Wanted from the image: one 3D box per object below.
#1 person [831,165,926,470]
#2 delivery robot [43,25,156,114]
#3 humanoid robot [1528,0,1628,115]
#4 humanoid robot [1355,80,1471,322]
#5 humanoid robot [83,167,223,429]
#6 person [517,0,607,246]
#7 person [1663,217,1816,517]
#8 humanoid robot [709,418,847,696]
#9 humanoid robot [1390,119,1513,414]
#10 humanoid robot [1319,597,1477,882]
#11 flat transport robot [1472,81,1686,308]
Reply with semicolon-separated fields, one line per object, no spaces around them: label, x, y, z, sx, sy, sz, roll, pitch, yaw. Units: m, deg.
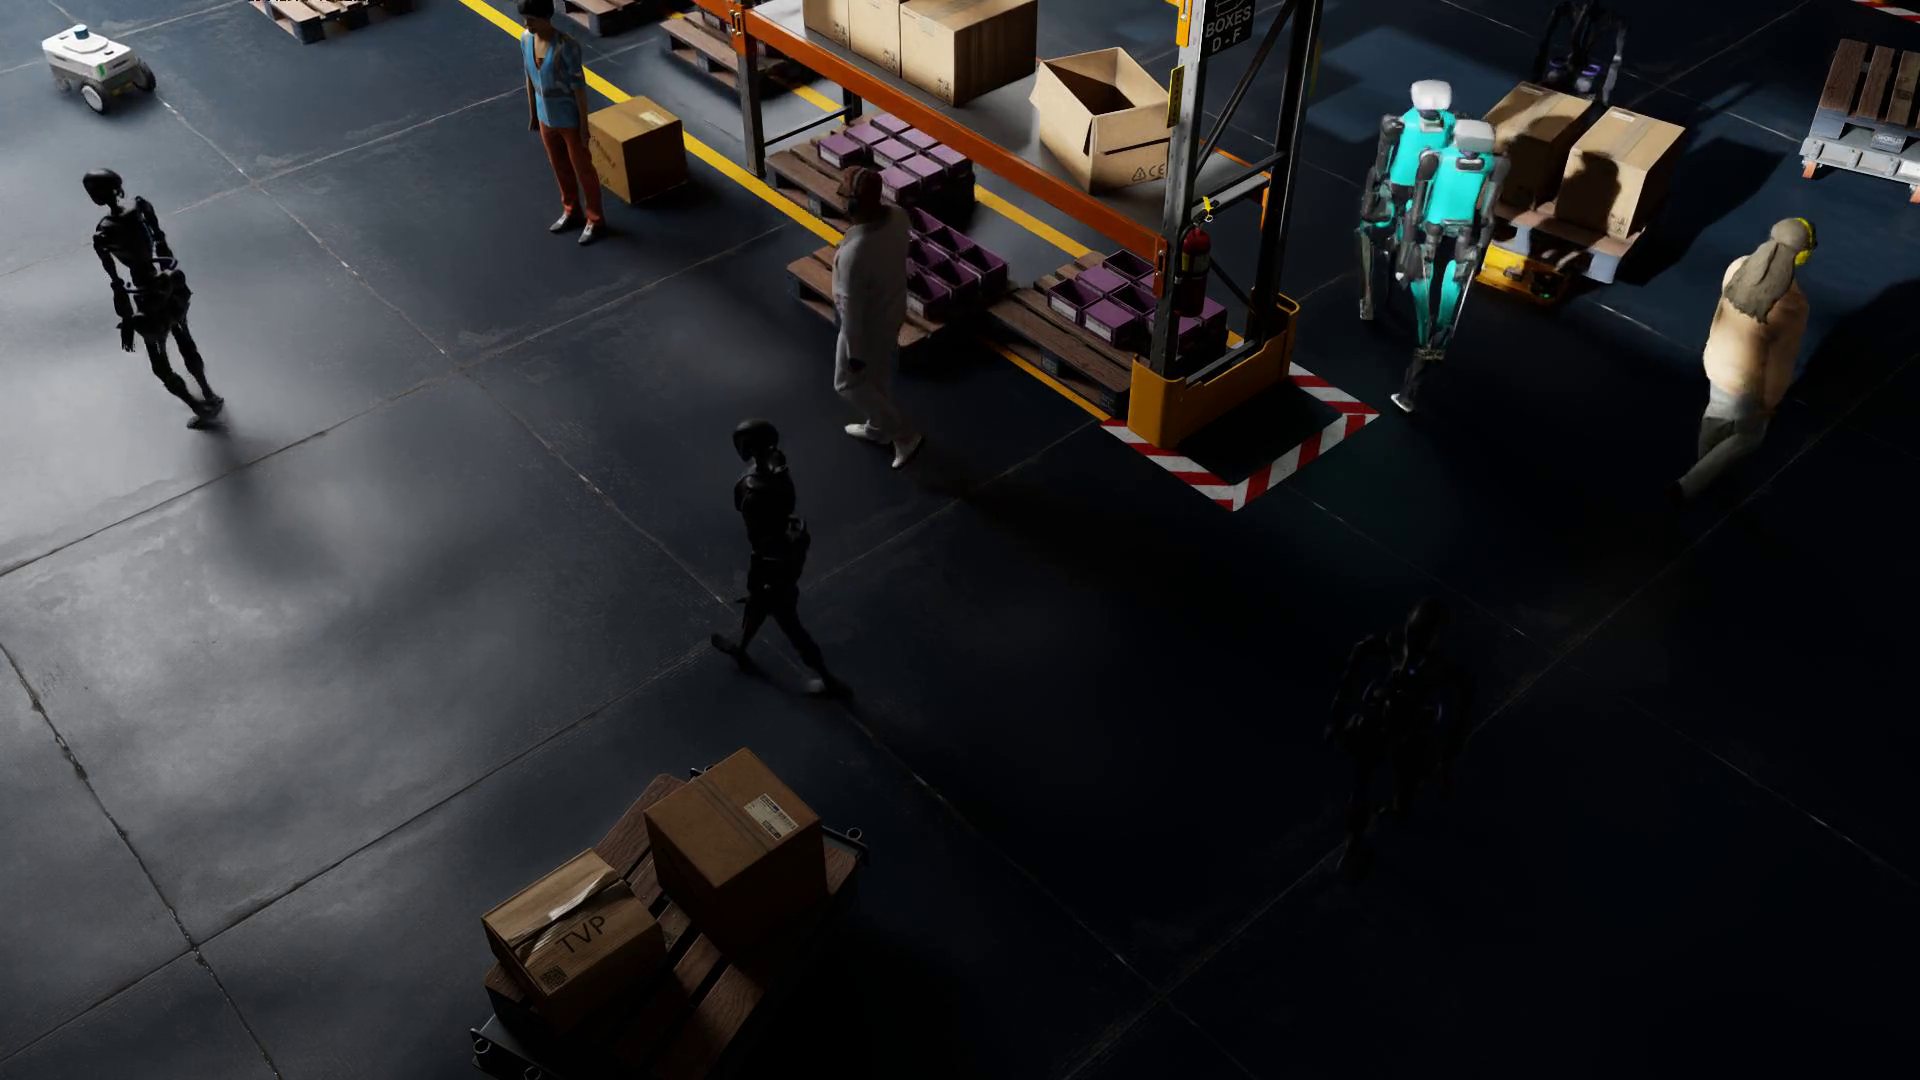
person;-0.451;-1.199;9.206;0.542;1.892;0.647;19;46;20
delivery robot;-6.728;-3.700;12.897;0.756;0.580;0.499;22;47;22
humanoid robot;4.207;-3.137;11.466;0.610;1.645;0.306;19;46;20
humanoid robot;2.702;-2.093;10.338;0.540;1.843;0.749;-2;43;-3
humanoid robot;-4.639;-1.393;9.578;0.321;1.669;0.610;6;43;6
person;-2.665;-2.810;11.053;0.499;1.759;0.339;21;47;21
person;4.194;-0.919;8.921;0.672;1.858;0.573;-16;45;-16
humanoid robot;-0.937;0.114;7.958;0.747;1.624;0.613;6;43;7
humanoid robot;2.846;-1.478;9.613;0.573;1.771;0.788;-3;43;-3
humanoid robot;1.894;0.796;7.195;0.608;1.635;0.536;18;45;18
flat transport robot;4.026;-2.078;11.355;0.659;0.231;1.431;27;49;26
